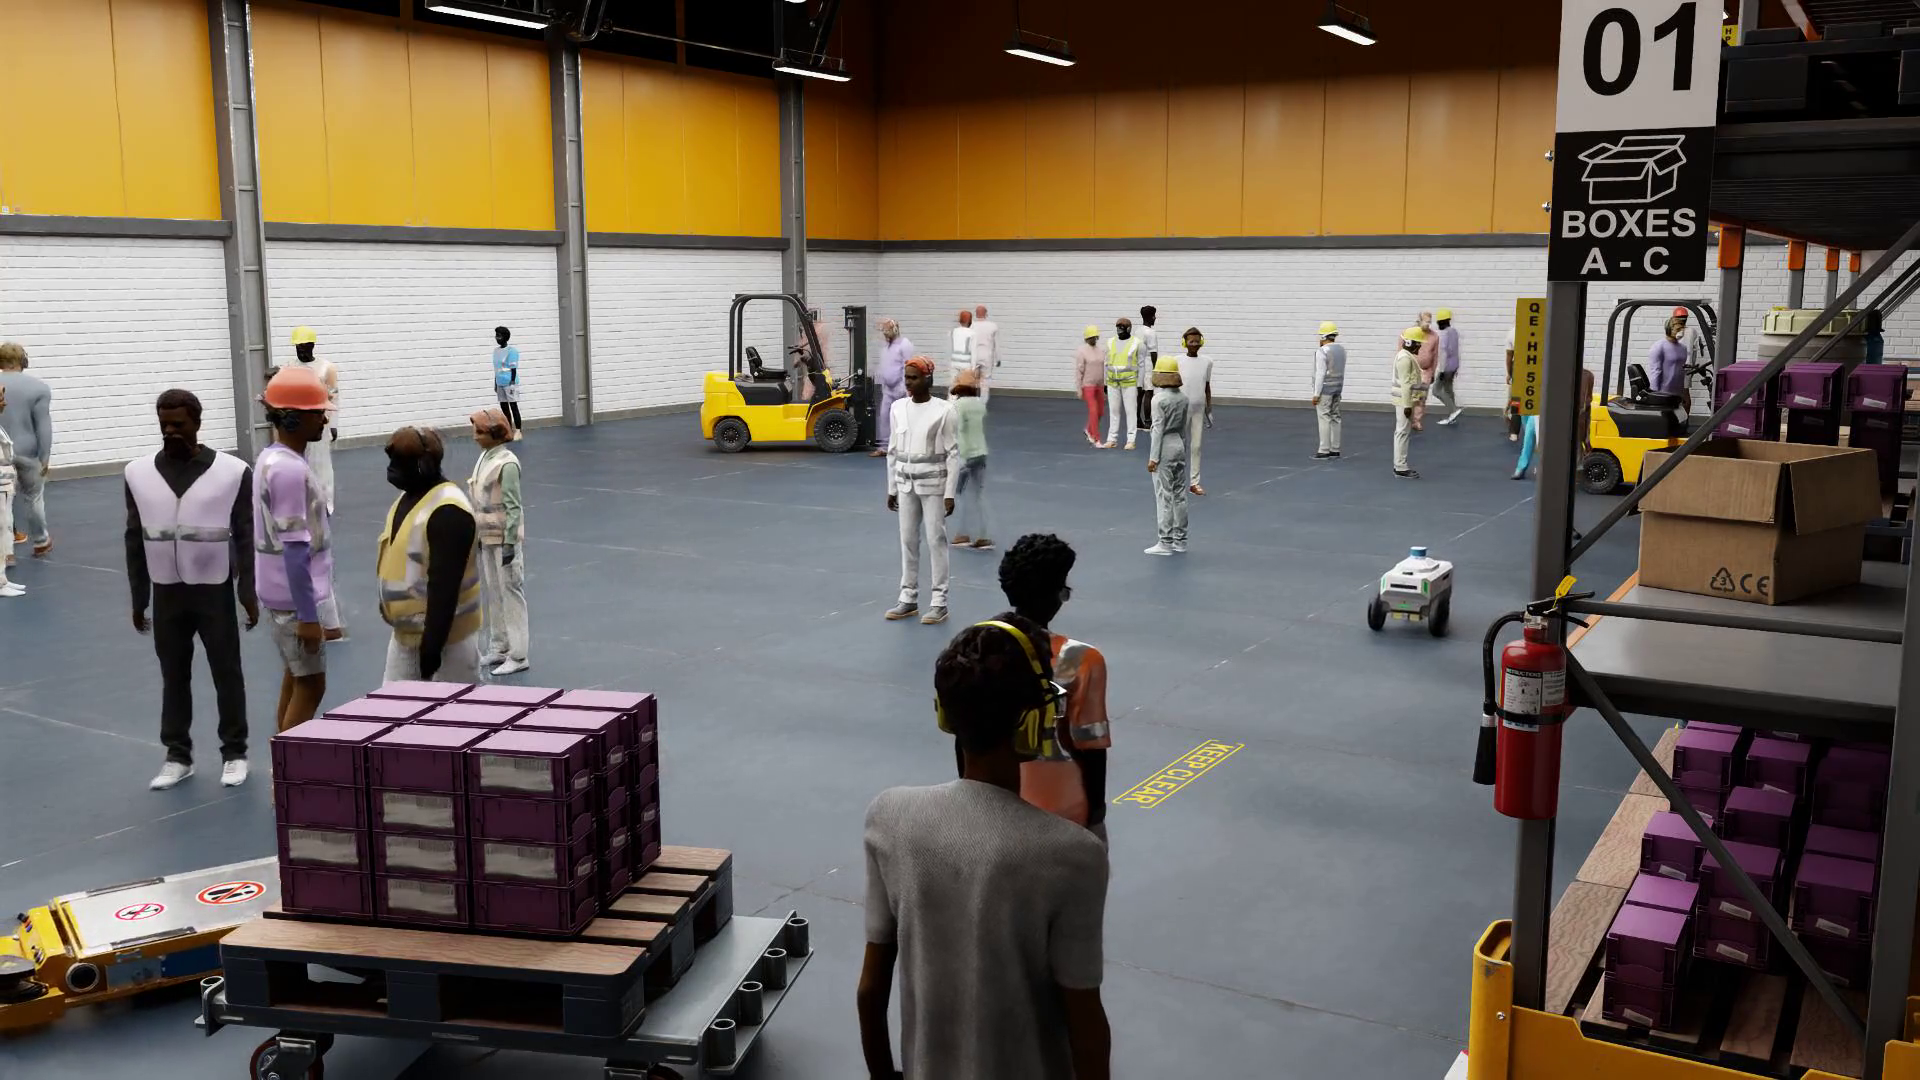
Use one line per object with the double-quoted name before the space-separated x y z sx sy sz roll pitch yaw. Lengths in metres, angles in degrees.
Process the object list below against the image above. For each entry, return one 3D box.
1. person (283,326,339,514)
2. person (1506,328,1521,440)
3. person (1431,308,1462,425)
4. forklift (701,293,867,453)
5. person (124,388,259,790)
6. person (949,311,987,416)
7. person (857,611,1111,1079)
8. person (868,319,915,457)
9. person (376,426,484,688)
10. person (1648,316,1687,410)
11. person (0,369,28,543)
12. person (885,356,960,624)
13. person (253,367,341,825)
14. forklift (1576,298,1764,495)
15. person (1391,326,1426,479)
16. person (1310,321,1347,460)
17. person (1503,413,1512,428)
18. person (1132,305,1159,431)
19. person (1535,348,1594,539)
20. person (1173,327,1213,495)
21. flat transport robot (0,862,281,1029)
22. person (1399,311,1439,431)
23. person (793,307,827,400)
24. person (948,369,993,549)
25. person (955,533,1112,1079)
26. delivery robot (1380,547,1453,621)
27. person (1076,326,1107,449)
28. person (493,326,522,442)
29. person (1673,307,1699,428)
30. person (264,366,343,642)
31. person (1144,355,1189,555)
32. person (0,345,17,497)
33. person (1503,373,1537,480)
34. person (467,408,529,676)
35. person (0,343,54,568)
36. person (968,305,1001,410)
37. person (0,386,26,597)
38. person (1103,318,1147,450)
"person" -6.599 -1.204 16.886 0.586 1.928 0.369 1 9 4
"person" 8.373 -2.473 24.454 0.673 2.000 0.535 4 10 23
"person" 7.854 -2.791 26.855 0.466 1.902 0.689 6 11 31
"forklift" -2.458 -2.344 23.176 2.313 2.155 1.214 0 9 -2
"person" -3.669 0.230 7.970 0.589 1.918 0.386 -1 9 -9
"person" 0.093 -2.891 27.720 0.581 1.830 0.970 6 11 31
"person" 0.054 1.055 2.979 0.520 1.868 0.335 6 11 32
"person" -0.816 -1.993 22.049 0.510 1.872 0.760 -7 11 -36
"person" -2.388 0.396 7.319 0.896 1.794 0.641 -7 12 -38
"person" 8.573 -1.730 20.138 0.627 1.941 0.371 -6 11 -33
"person" -8.825 -0.935 15.017 0.610 1.989 0.392 0 9 1
"person" -0.270 -0.351 11.704 0.576 1.881 0.352 6 11 34
"person" -2.976 0.243 7.509 0.444 2.043 0.666 -5 10 -27
"forklift" 7.954 -1.589 18.462 2.313 2.155 1.214 5 11 30
"person" 5.401 -1.657 20.046 0.403 1.822 0.588 2 9 13
"person" 4.845 -1.969 21.959 0.596 1.831 0.403 -8 12 -42
"person" 8.733 -2.542 25.331 0.677 1.906 0.754 -7 11 -37
"person" 2.914 -2.675 25.945 0.367 1.966 0.606 -5 10 -26
"person" 5.580 -0.959 15.331 0.552 1.934 0.373 -1 9 -8
"person" 2.557 -1.416 18.390 0.514 1.871 0.327 -2 9 -11
"flat transport robot" -2.690 1.373 5.955 1.431 0.197 0.652 -6 11 -34
"person" 7.195 -2.668 26.209 0.644 1.874 0.717 0 9 0
"person" -2.636 -3.189 29.478 0.643 1.868 0.970 9 13 44
"person" 0.115 -0.716 14.844 0.501 1.597 0.516 8 12 40
"person" 0.212 0.822 4.979 0.535 1.691 0.322 6 11 32
"delivery robot" 3.167 0.290 11.518 0.477 0.478 0.707 5 10 29
"person" 1.896 -2.166 23.503 0.541 1.720 0.659 -4 10 -25
"person" -6.660 -2.288 24.389 0.534 1.692 0.320 8 12 40
"person" 11.447 -2.744 26.499 0.542 1.928 0.374 -2 9 -11
"person" -4.378 -0.218 10.983 0.550 1.851 0.530 -2 9 -12
"person" 1.803 -0.741 14.573 0.320 1.742 0.492 8 12 41
"person" -10.581 -1.442 18.125 0.653 2.020 0.508 -3 10 -17
"person" 6.942 -1.643 20.052 0.992 1.793 0.583 -9 13 -43
"person" -2.837 0.006 10.235 0.310 1.640 0.514 -7 11 -35
"person" -8.000 -0.719 14.077 0.647 1.880 1.060 -3 9 -15
"person" 0.413 -3.252 29.804 0.649 1.888 0.595 2 9 11
"person" -7.345 -0.376 12.650 0.310 1.631 0.509 -5 10 -27
"person" 2.276 -2.184 23.274 0.619 1.845 0.430 5 11 31
